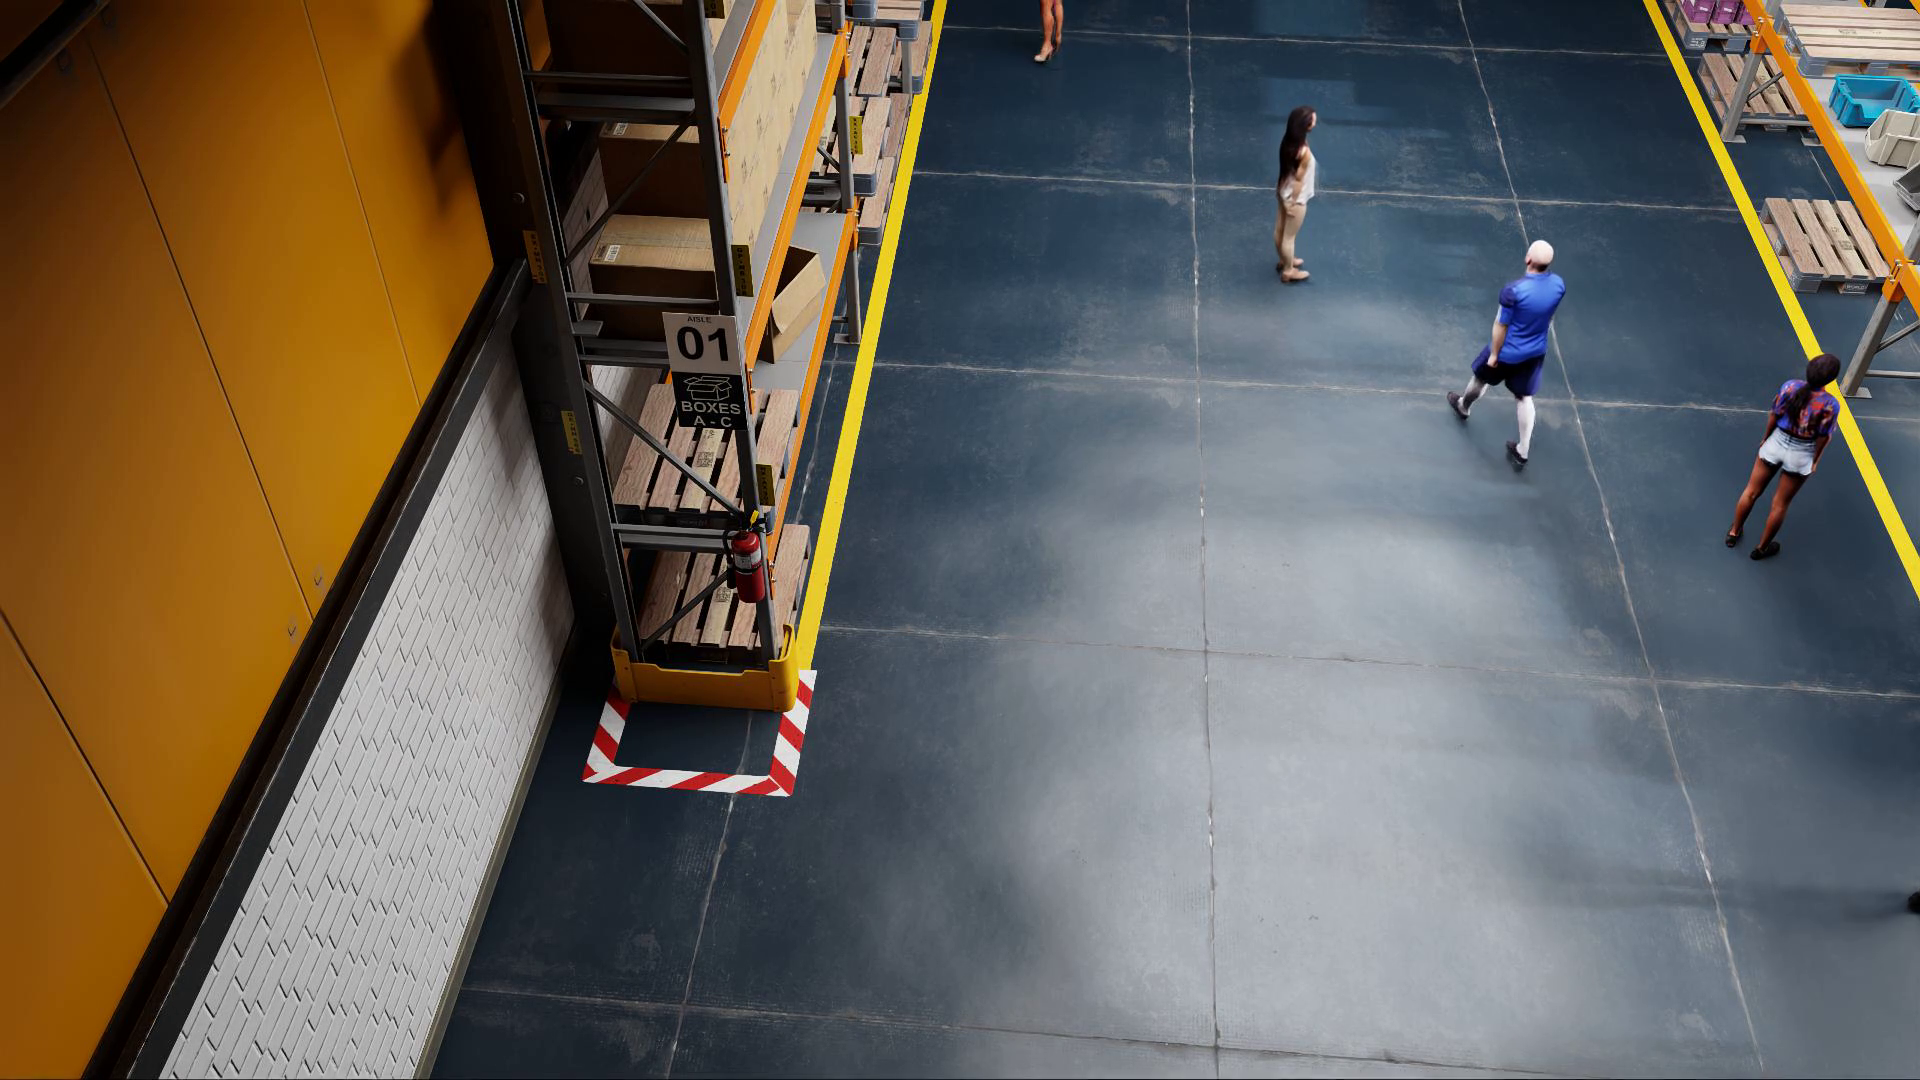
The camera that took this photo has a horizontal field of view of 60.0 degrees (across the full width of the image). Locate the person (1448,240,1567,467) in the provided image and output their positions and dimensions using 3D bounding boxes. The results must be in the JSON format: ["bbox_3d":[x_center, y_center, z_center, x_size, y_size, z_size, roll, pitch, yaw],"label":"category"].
[{"bbox_3d":[4.174,-1.359,12.329,0.897,1.796,1.231,-8,44,-9],"label":"person"}]

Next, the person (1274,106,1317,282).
[{"bbox_3d":[2.808,-2.925,14.077,0.681,1.652,0.642,-26,49,-25],"label":"person"}]

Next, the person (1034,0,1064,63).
[{"bbox_3d":[0.976,-5.749,17.068,0.901,1.615,0.718,16,46,16],"label":"person"}]

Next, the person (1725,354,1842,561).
[{"bbox_3d":[5.749,-0.590,11.563,0.709,1.739,0.665,-34,53,-30],"label":"person"}]
